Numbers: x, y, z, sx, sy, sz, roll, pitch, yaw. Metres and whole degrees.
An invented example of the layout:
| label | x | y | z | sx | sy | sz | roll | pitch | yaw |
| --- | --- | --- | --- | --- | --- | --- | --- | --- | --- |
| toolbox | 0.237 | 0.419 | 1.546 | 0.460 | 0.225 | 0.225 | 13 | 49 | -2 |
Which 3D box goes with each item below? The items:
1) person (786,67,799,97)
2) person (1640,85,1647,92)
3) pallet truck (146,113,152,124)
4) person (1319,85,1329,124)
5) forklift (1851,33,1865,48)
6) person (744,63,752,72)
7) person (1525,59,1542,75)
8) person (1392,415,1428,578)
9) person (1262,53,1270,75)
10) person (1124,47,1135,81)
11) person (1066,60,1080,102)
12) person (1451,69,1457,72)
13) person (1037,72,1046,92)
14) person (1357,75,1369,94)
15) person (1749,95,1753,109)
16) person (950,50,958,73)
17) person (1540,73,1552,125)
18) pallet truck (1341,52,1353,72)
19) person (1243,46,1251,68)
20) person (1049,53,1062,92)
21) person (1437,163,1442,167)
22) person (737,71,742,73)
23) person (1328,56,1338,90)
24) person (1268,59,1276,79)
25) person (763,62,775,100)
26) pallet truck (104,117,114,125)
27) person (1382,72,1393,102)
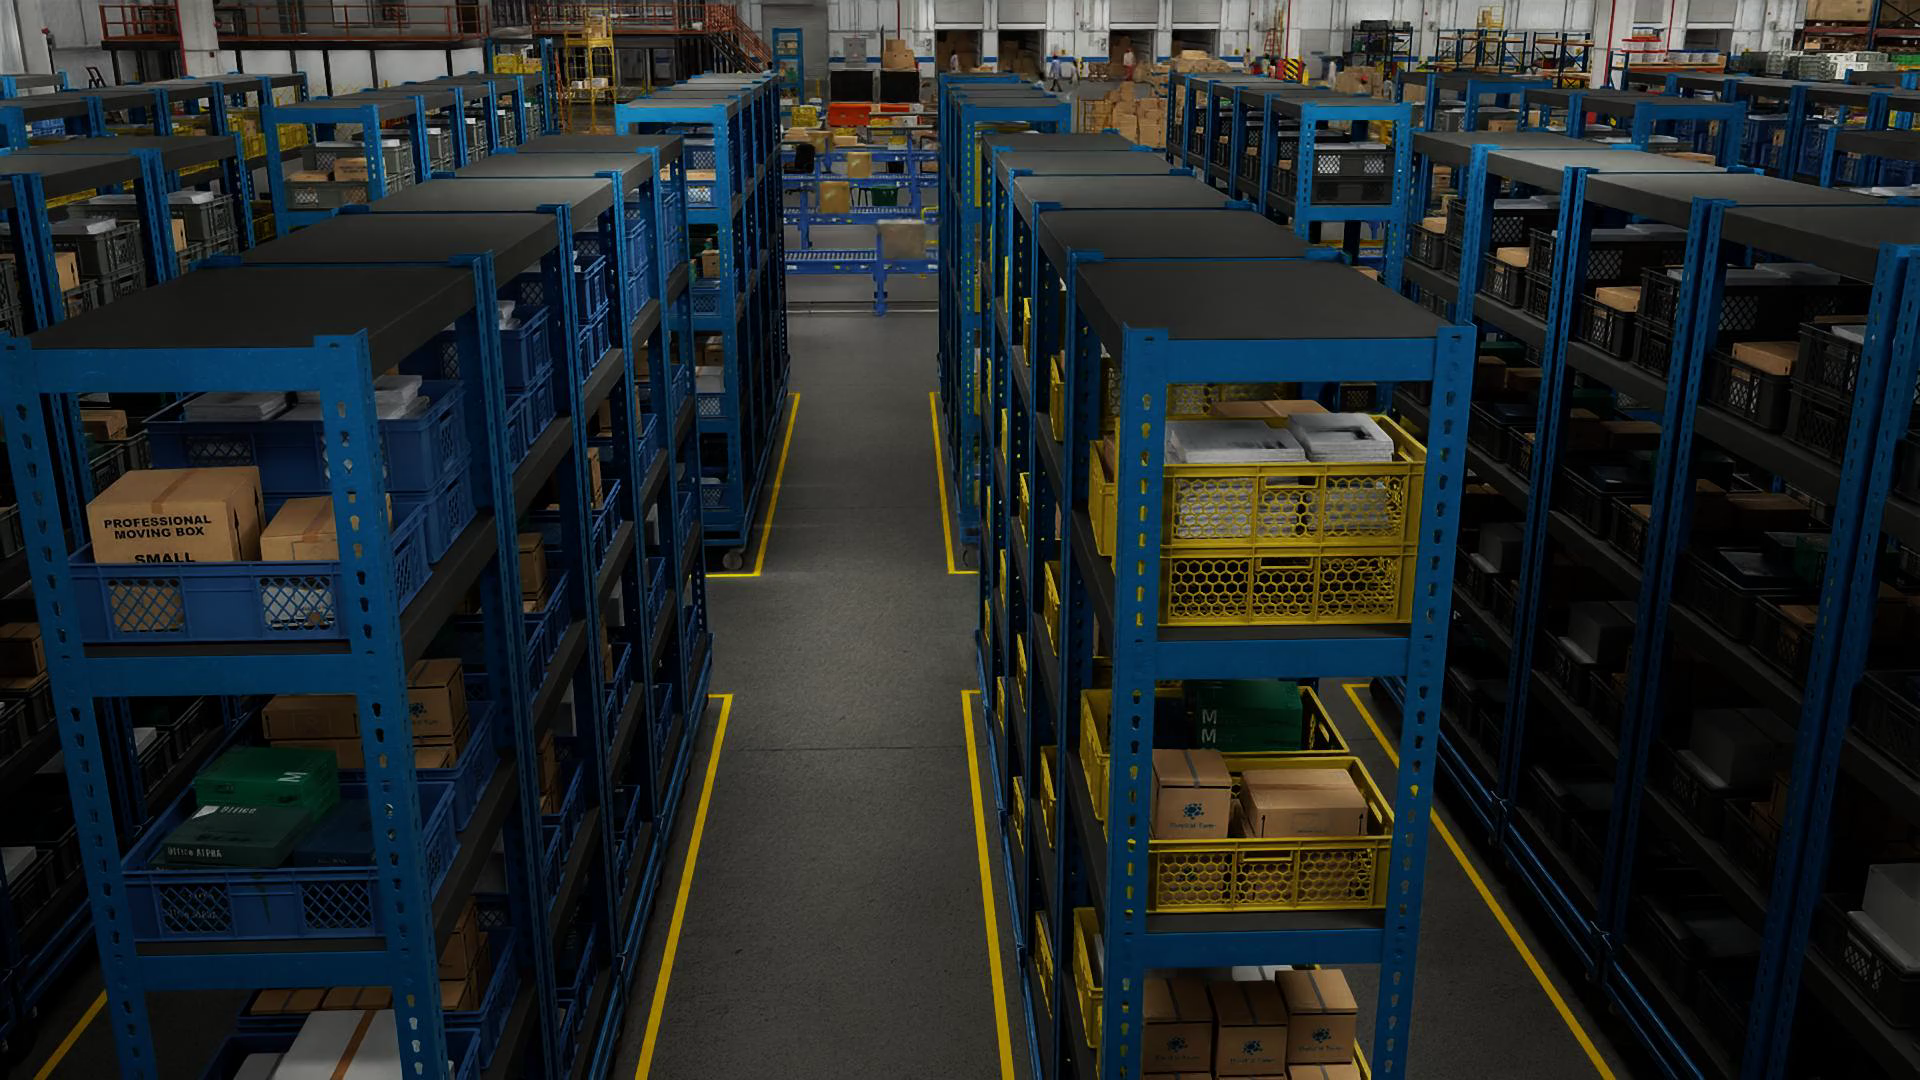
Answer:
| label | x | y | z | sx | sy | sz | roll | pitch | yaw |
| --- | --- | --- | --- | --- | --- | --- | --- | --- | --- |
| person | -6.841 | -18.173 | 67.234 | 0.964 | 1.792 | 0.539 | -12 | 22 | -34 |
| person | 23.104 | -14.611 | 56.445 | 0.863 | 1.651 | 0.542 | 2 | 18 | 7 |
| pallet truck | -18.087 | -8.309 | 36.390 | 1.885 | 1.965 | 0.823 | -1 | 18 | -4 |
| person | 11.752 | -13.742 | 53.543 | 0.610 | 1.776 | 0.938 | 3 | 18 | 9 |
| forklift | 46.481 | -24.949 | 86.470 | 1.129 | 2.768 | 1.873 | -15 | 23 | -40 |
| person | -10.782 | -23.672 | 84.337 | 0.492 | 1.743 | 0.295 | 14 | 23 | 38 |
| person | 24.053 | -19.140 | 69.836 | 0.672 | 2.000 | 0.536 | 5 | 19 | 16 |
| person | 3.040 | -0.015 | 11.023 | 0.681 | 1.806 | 0.615 | -2 | 18 | -5 |
| person | 15.717 | -24.112 | 85.552 | 0.484 | 1.832 | 0.642 | 12 | 21 | 32 |
| person | 9.630 | -27.010 | 94.370 | 0.679 | 1.942 | 0.973 | 11 | 21 | 30 |
| person | 5.148 | -20.691 | 74.950 | 0.782 | 1.852 | 0.523 | -9 | 20 | -27 |
| person | 18.612 | -16.801 | 62.820 | 0.460 | 1.902 | 0.624 | 12 | 22 | 33 |
| person | 2.975 | -16.248 | 61.173 | 0.987 | 1.872 | 0.605 | 0 | 18 | 1 |
| person | 14.071 | -15.332 | 58.303 | 0.993 | 1.887 | 0.559 | 4 | 18 | 11 |
| person | 28.853 | -16.095 | 61.110 | 0.499 | 1.600 | 0.794 | 5 | 19 | 14 |
| person | -0.253 | -26.232 | 92.152 | 0.852 | 1.819 | 0.639 | 6 | 19 | 17 |
| person | 20.970 | -15.928 | 60.153 | 0.995 | 1.896 | 0.564 | 0 | 18 | 1 |
| pallet truck | 18.794 | -23.123 | 82.231 | 0.823 | 1.965 | 1.885 | -13 | 22 | -35 |
| person | 16.422 | -27.252 | 95.117 | 0.355 | 1.930 | 0.587 | -9 | 20 | -27 |
| person | 4.830 | -23.442 | 83.410 | 0.562 | 1.891 | 1.011 | -14 | 23 | -37 |
| person | 12.789 | -10.546 | 43.895 | 0.283 | 1.633 | 0.498 | 3 | 18 | 9 |
| person | -8.562 | -17.355 | 64.753 | 0.534 | 1.767 | 0.318 | 10 | 21 | 29 |
| person | 17.595 | -21.678 | 77.918 | 0.918 | 1.905 | 0.635 | 0 | 18 | 0 |
| person | 15.073 | -22.390 | 80.460 | 0.321 | 1.690 | 0.533 | 14 | 23 | 37 |
| person | -7.851 | -18.826 | 68.999 | 0.607 | 1.957 | 0.389 | -3 | 18 | -10 |
| pallet truck | -18.367 | -7.885 | 35.078 | 1.885 | 1.965 | 0.823 | 1 | 18 | 2 |
| person | 15.700 | -16.239 | 61.147 | 0.336 | 1.865 | 0.521 | -6 | 19 | -18 |
